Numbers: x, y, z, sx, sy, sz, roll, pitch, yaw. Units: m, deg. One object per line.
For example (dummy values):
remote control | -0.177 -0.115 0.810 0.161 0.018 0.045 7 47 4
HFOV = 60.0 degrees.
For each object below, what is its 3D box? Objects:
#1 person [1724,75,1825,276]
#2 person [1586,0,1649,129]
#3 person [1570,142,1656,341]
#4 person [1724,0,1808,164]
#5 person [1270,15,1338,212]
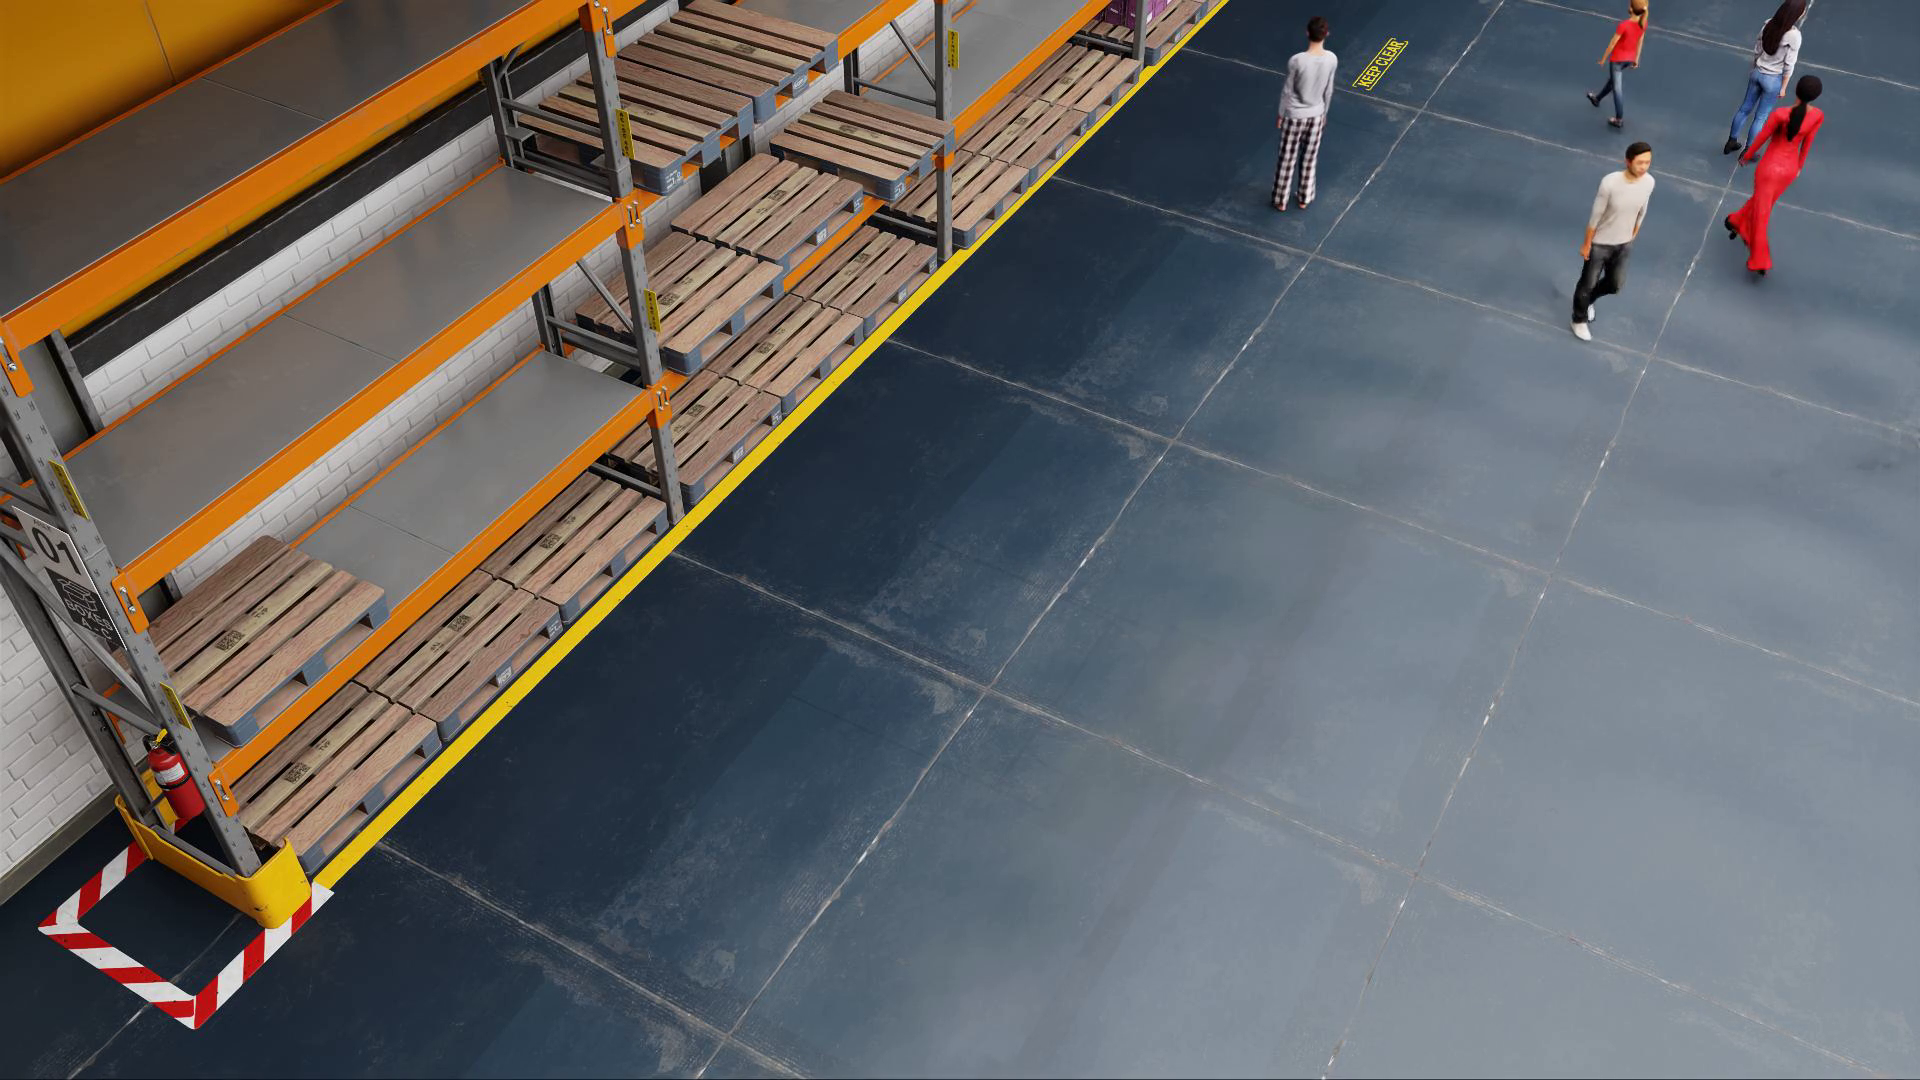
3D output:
person | 7.026 -3.099 14.298 1.086 1.742 1.211 -6 44 -6
person | 6.512 -4.659 16.272 0.872 1.278 0.902 -14 45 -14
person | 5.270 -2.506 13.632 0.826 1.802 0.877 -6 44 -6
person | 7.612 -4.351 15.692 0.698 1.633 0.677 -18 46 -18
person | 3.095 -3.823 14.983 0.689 1.845 0.739 -8 44 -9
